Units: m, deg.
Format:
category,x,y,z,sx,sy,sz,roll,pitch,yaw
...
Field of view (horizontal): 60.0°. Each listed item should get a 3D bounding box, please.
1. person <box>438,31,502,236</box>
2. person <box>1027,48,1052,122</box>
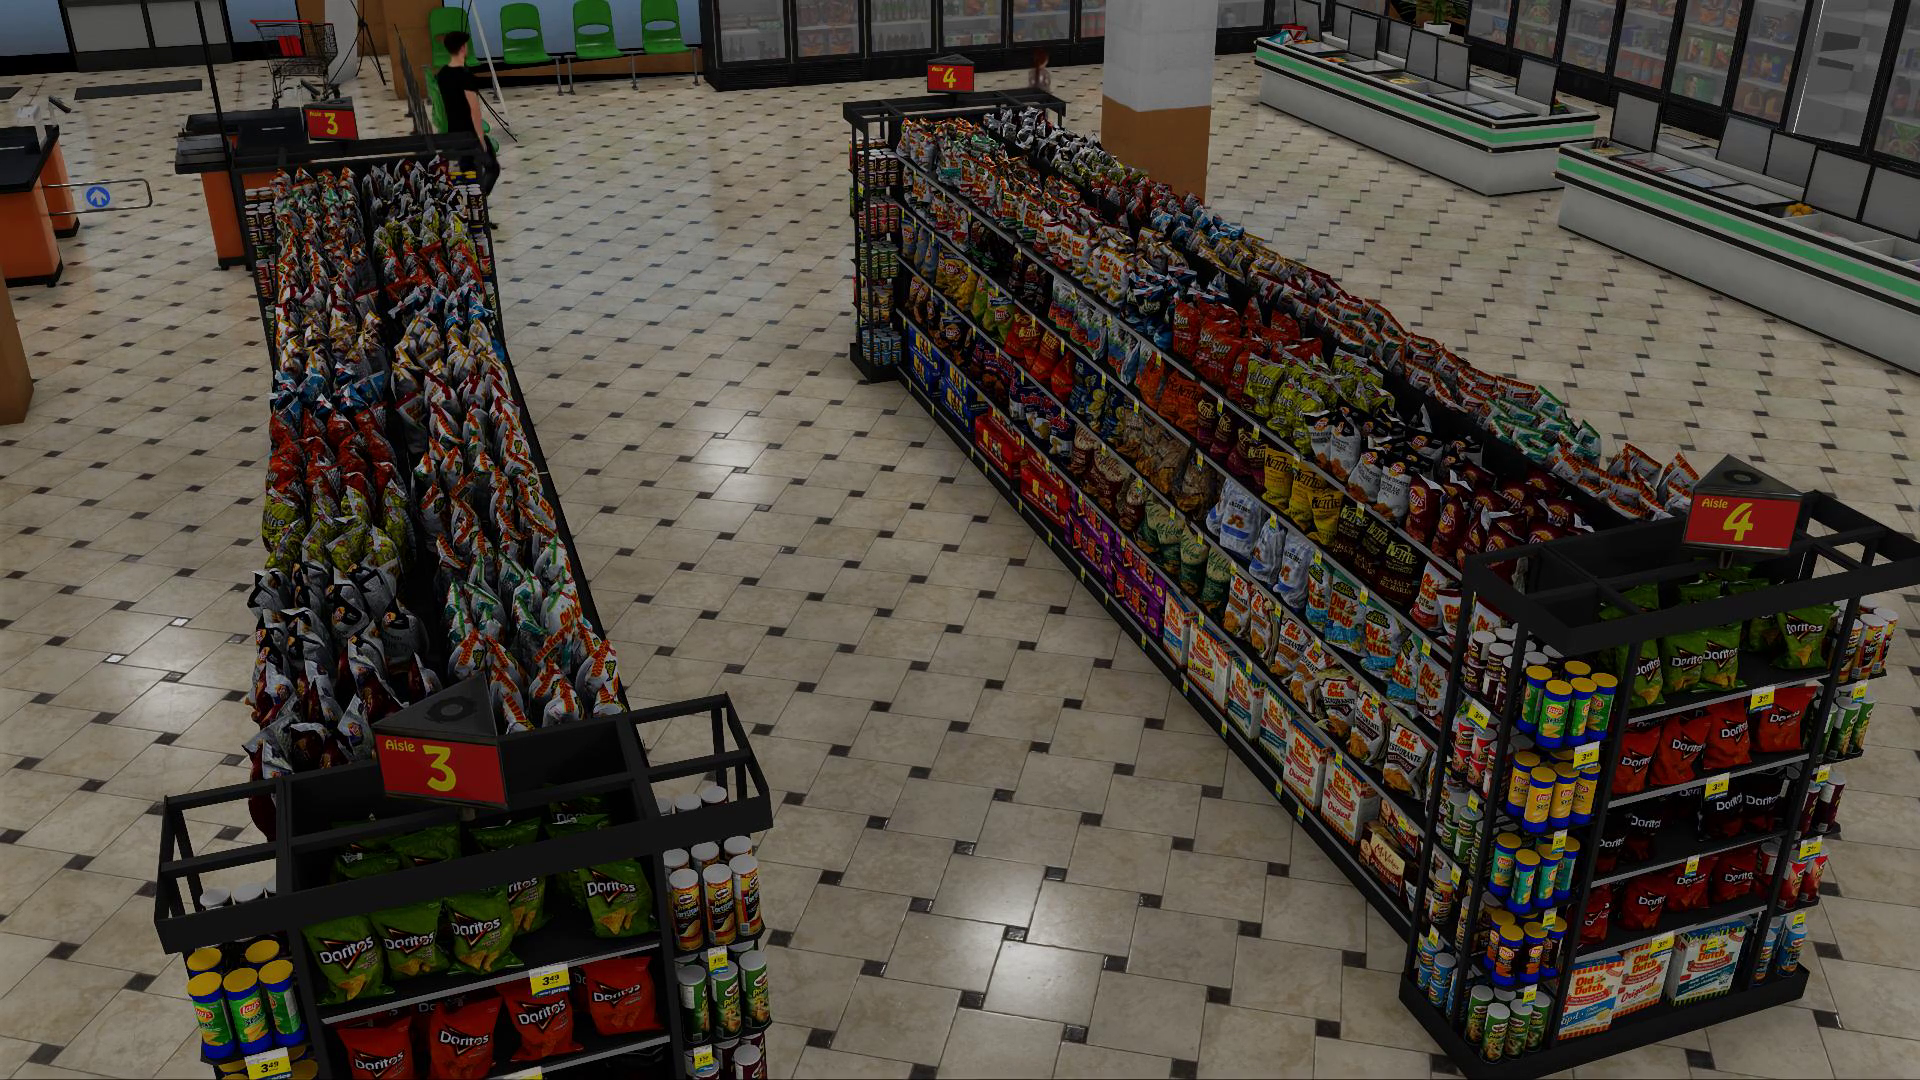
category,x,y,z,sx,sy,sz,roll,pitch,yaw
person,-4.703,-3.780,15.626,0.788,1.882,0.879,17,32,31
person,0.847,-4.866,18.549,0.827,1.176,0.813,19,32,32
